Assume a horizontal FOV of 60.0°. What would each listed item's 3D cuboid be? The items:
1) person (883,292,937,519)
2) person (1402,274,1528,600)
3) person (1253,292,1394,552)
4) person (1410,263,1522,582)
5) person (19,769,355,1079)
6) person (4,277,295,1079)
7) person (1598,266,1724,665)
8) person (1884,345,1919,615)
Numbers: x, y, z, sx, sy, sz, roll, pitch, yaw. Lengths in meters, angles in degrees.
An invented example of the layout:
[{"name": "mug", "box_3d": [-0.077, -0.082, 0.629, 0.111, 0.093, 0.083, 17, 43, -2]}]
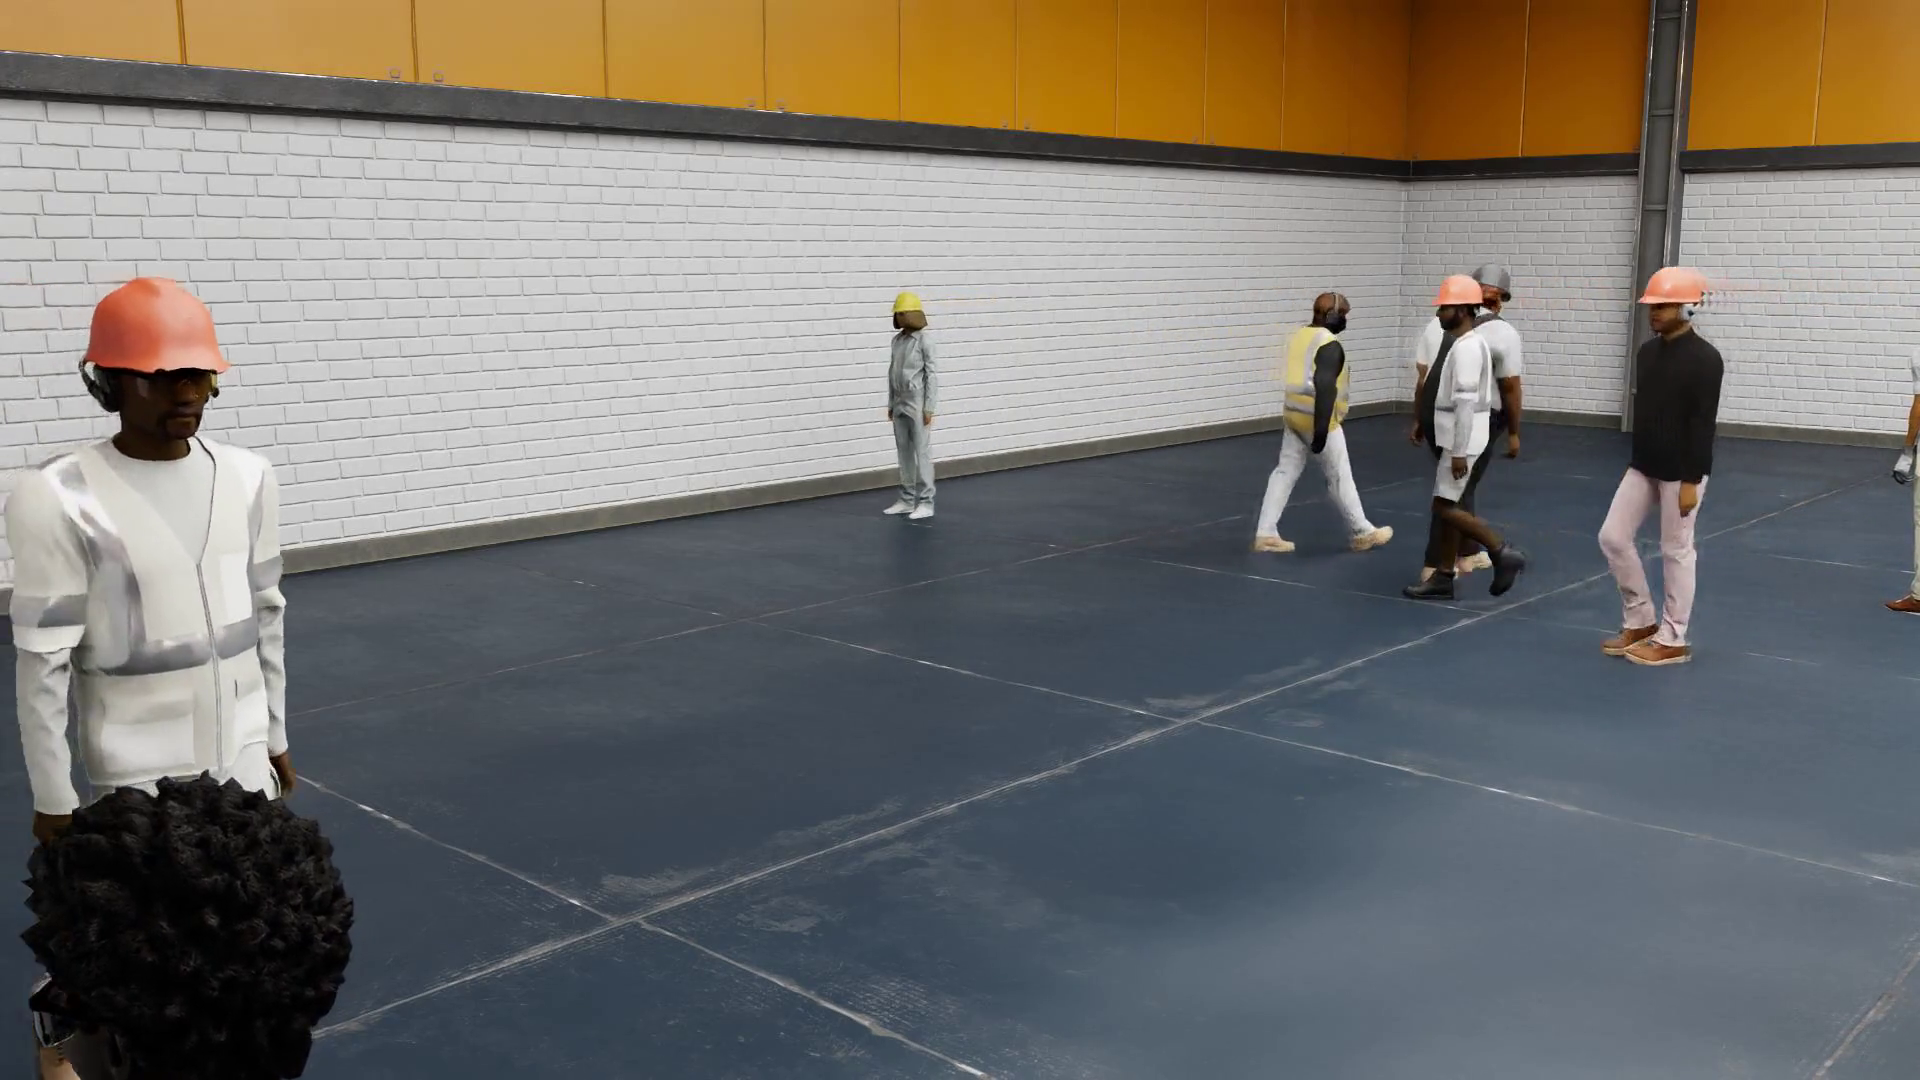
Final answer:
[{"name": "person", "box_3d": [-0.391, -1.037, 12.831, 0.318, 1.742, 0.492, -9, 13, -41]}, {"name": "person", "box_3d": [2.955, -0.571, 9.667, 0.601, 1.925, 0.567, 3, 10, 16]}, {"name": "person", "box_3d": [2.469, -0.793, 11.356, 0.993, 1.779, 0.625, -3, 10, -14]}, {"name": "person", "box_3d": [3.226, -0.753, 10.366, 0.877, 2.000, 0.708, -6, 11, -29]}, {"name": "person", "box_3d": [-0.539, 1.011, 1.327, 0.322, 1.689, 0.530, 4, 11, 20]}, {"name": "person", "box_3d": [-1.786, 0.435, 3.685, 0.790, 2.023, 0.613, 6, 12, 31]}, {"name": "person", "box_3d": [3.432, -0.346, 8.212, 0.518, 1.979, 0.643, -2, 10, -14]}, {"name": "person", "box_3d": [5.534, -0.495, 9.401, 0.512, 1.866, 0.330, -2, 10, -10]}]
